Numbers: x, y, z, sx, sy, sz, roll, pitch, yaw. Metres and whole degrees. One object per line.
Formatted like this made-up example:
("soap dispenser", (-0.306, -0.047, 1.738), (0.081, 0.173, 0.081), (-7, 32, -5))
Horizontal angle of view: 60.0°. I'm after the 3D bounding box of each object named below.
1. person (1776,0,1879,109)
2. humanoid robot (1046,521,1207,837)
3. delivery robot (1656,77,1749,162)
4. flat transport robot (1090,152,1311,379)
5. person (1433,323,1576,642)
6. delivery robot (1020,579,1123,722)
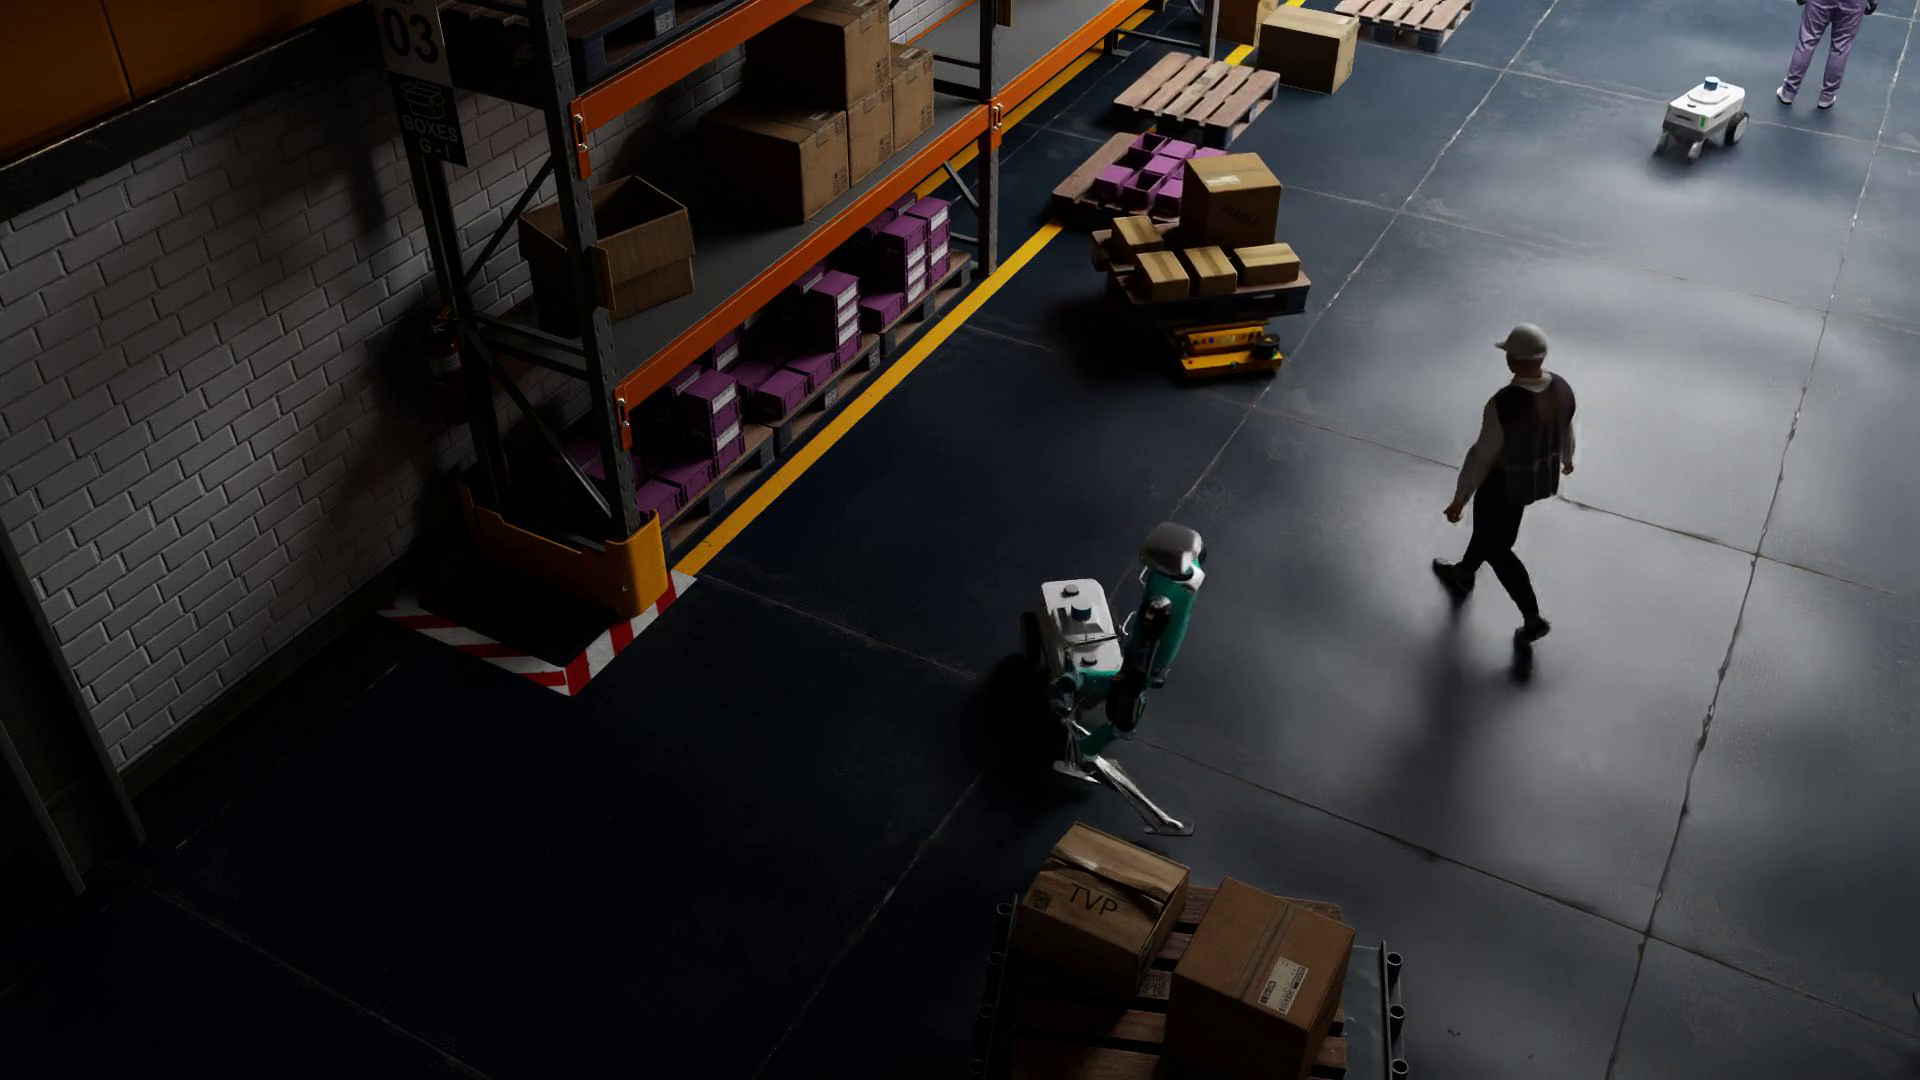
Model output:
("person", (7.123, -4.440, 13.461), (0.642, 1.908, 0.414), (14, 41, 16))
("humanoid robot", (0.636, 0.593, 7.318), (0.962, 1.761, 0.550), (17, 42, 20))
("delivery robot", (5.912, -3.379, 13.227), (0.809, 0.611, 0.499), (-31, 48, -33))
("flat transport robot", (1.609, -1.565, 11.176), (0.659, 0.231, 1.431), (-8, 39, -10))
("person", (2.851, -0.282, 8.421), (0.826, 1.707, 0.819), (-24, 44, -27))
("delivery robot", (0.603, 0.525, 8.349), (0.524, 0.612, 0.784), (-4, 39, -5))
